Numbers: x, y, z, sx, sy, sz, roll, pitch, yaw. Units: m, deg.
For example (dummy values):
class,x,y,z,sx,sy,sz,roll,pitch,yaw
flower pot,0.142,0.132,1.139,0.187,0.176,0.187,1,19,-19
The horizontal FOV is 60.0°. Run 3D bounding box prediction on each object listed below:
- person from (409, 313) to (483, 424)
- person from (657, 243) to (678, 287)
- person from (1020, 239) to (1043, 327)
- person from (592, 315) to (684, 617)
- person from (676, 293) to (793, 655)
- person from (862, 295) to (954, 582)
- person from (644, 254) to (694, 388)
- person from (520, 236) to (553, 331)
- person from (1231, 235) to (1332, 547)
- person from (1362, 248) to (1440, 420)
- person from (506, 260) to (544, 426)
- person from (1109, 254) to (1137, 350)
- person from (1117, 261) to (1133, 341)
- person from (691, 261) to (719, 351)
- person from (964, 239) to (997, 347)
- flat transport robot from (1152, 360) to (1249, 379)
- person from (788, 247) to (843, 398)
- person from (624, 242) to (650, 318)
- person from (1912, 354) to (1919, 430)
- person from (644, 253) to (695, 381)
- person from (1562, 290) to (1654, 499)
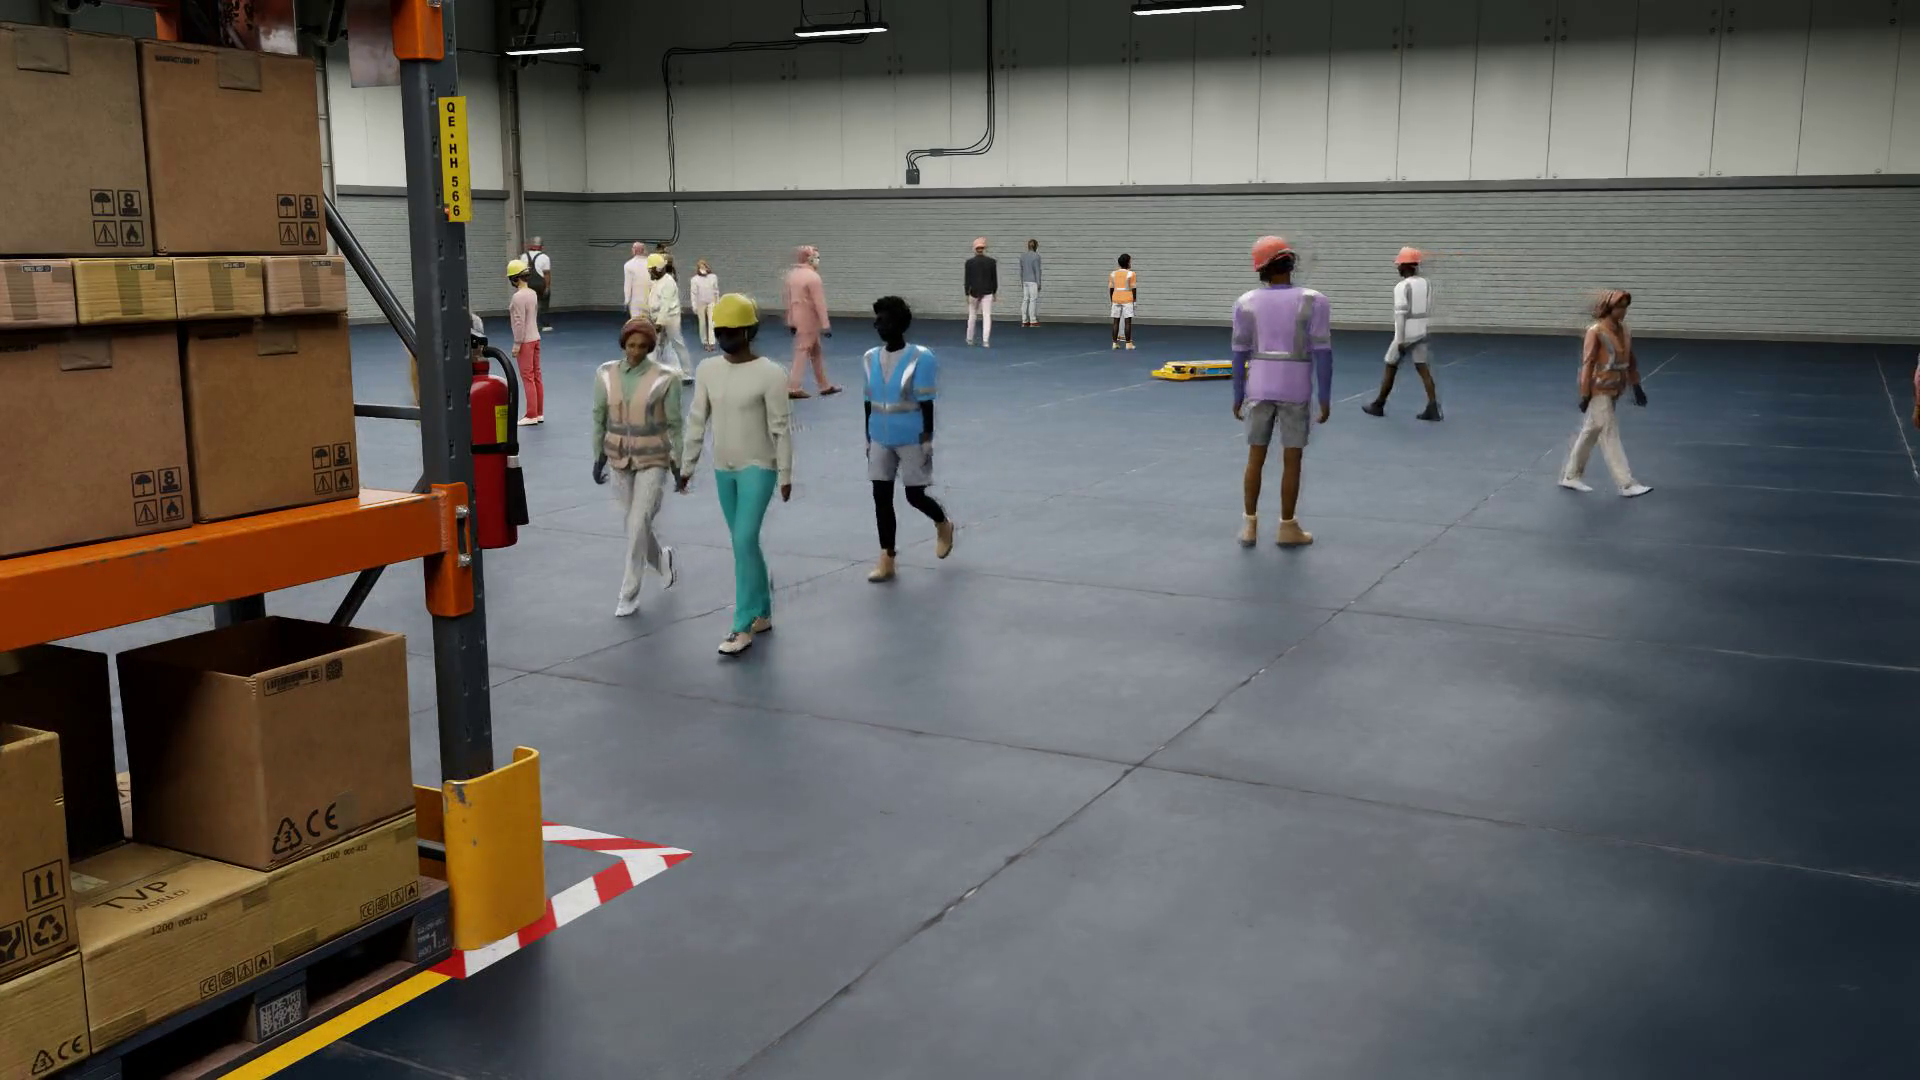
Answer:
class,x,y,z,sx,sy,sz,roll,pitch,yaw
person,-3.408,-0.908,11.146,0.516,1.798,0.939,-6,12,-28
person,-7.005,-6.145,39.625,0.561,1.824,0.491,-2,11,-11
person,1.573,-5.673,36.756,0.355,1.937,0.635,-8,13,-37
person,-1.722,-0.428,9.081,0.542,1.603,0.732,3,11,15
person,-1.126,-0.322,8.138,0.546,1.740,0.762,7,12,32
person,-0.319,-0.611,9.847,0.545,1.677,0.612,6,12,31
person,-3.946,-2.874,21.928,0.960,1.764,0.612,-7,12,-32
person,-8.919,-5.404,35.014,0.690,2.000,0.733,3,11,16
person,2.059,-0.937,10.740,0.662,2.010,0.424,5,11,24
person,4.942,-2.272,18.366,0.551,1.887,0.998,-7,12,-32
person,-4.661,-2.099,17.765,0.327,1.760,0.523,1,10,5
person,2.897,-4.217,29.479,0.542,1.695,0.316,6,12,32
person,3.174,-4.658,32.049,0.286,1.636,0.497,-1,10,-7
person,-4.472,-4.108,29.210,0.511,1.564,0.863,-3,11,-17
person,0.375,-4.532,30.529,0.638,1.938,1.025,-1,10,-8
flat transport robot,3.512,-2.425,23.596,1.431,0.197,0.652,-5,11,-24
person,-1.776,-2.704,20.743,0.908,1.865,0.665,-6,12,-29
person,-5.463,-4.136,28.464,0.648,1.907,0.403,-8,13,-37
person,6.440,-0.881,10.616,0.640,1.937,1.019,5,11,25
person,-4.178,-3.035,22.825,0.971,1.789,0.706,-4,11,-21
person,5.059,-1.125,12.886,0.530,1.592,0.852,-8,13,-39
